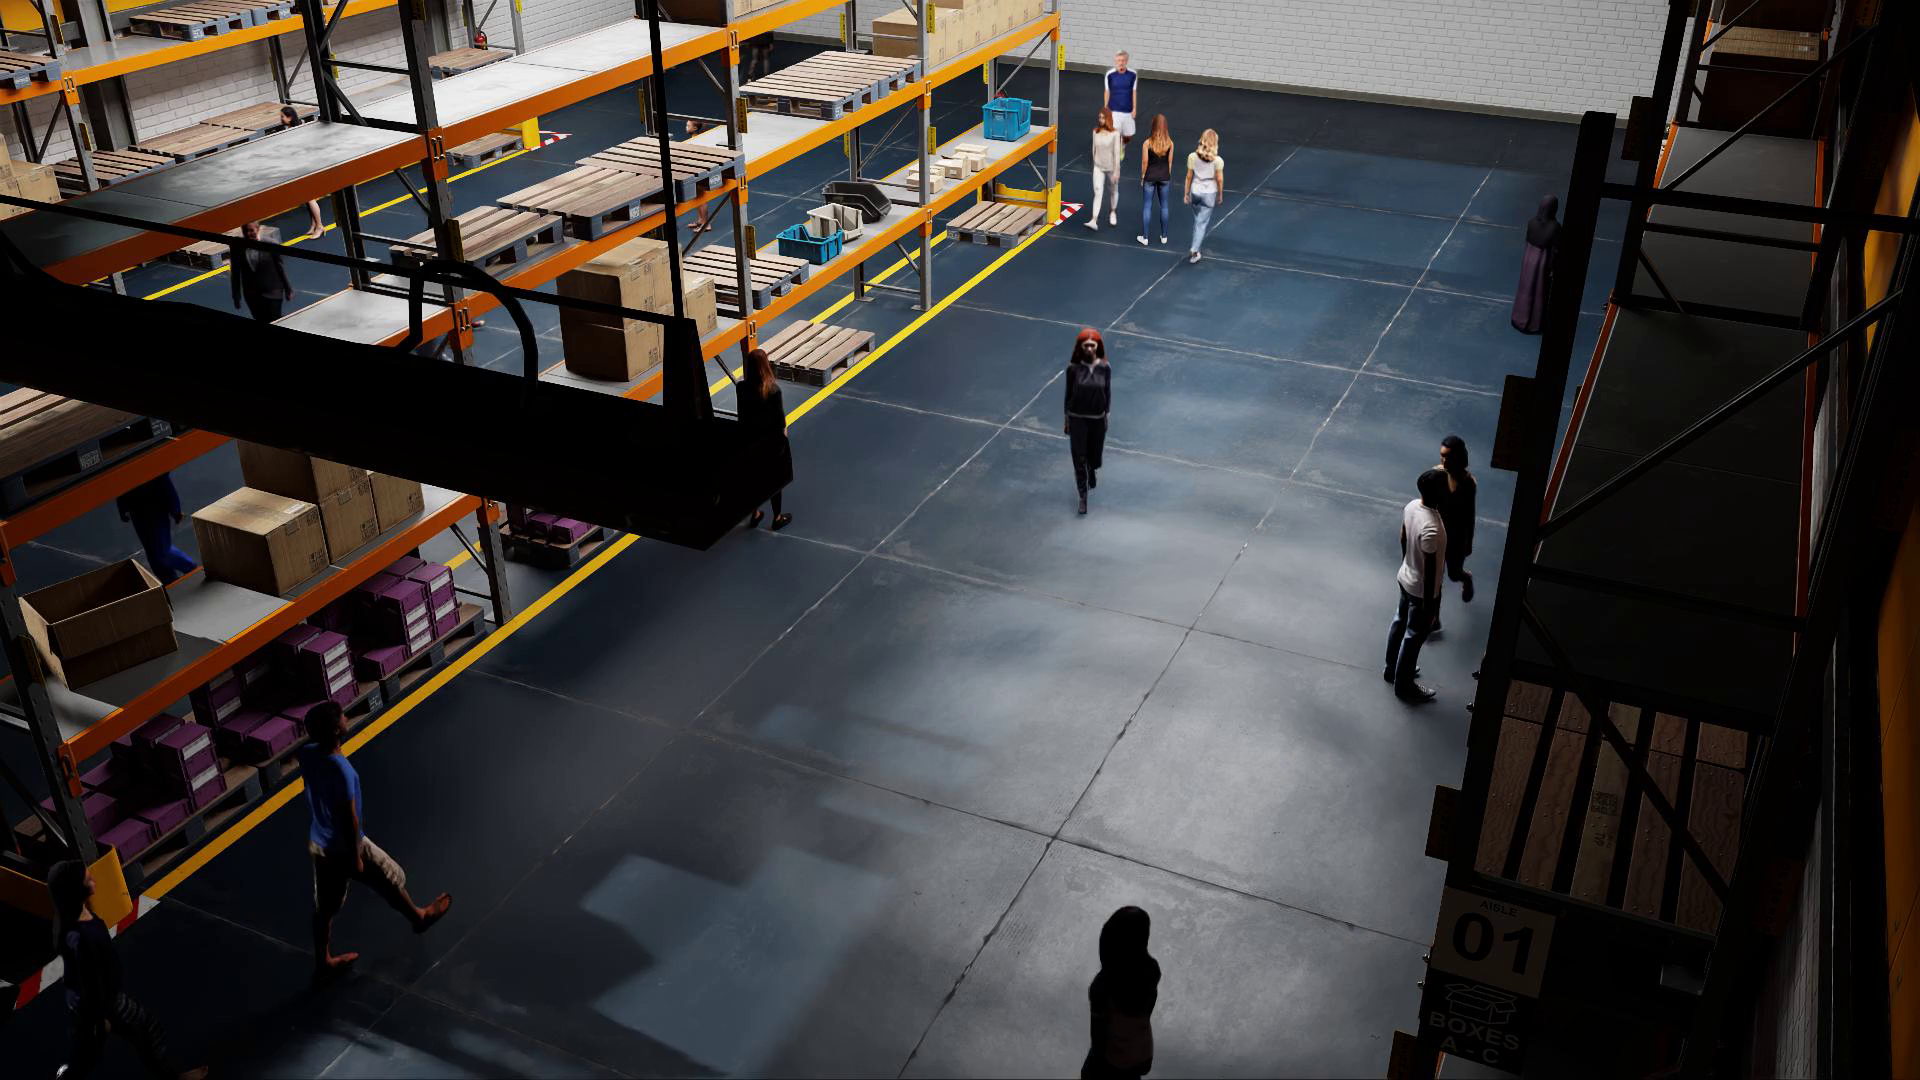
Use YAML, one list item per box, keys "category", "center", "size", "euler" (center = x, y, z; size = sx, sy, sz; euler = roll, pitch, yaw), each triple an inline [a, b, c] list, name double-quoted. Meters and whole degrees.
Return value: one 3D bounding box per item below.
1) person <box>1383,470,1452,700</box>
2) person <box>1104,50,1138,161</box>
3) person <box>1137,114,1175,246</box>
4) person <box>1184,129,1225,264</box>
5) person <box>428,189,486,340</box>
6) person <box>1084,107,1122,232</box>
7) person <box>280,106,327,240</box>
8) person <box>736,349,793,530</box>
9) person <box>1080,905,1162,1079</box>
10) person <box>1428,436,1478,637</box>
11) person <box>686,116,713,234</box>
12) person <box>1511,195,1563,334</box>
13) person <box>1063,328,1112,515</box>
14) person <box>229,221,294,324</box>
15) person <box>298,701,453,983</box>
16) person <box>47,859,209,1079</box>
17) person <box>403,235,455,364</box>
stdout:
- category: "person"
  center: [3.463, 0.309, 12.559]
  size: [0.814, 1.864, 0.683]
  euler: [-3, 29, -5]
- category: "person"
  center: [2.413, -6.473, 25.035]
  size: [0.890, 1.823, 1.067]
  euler: [0, 29, 0]
- category: "person"
  center: [2.605, -4.774, 22.025]
  size: [0.672, 1.723, 0.699]
  euler: [-5, 29, -8]
- category: "person"
  center: [3.097, -4.373, 21.308]
  size: [0.648, 1.706, 0.760]
  euler: [11, 30, 19]
- category: "person"
  center: [-5.925, -3.133, 19.009]
  size: [1.154, 1.731, 0.888]
  euler: [-24, 37, -37]
- category: "person"
  center: [2.029, -5.056, 22.606]
  size: [0.628, 1.663, 1.104]
  euler: [11, 31, 20]
- category: "person"
  center: [-8.802, -4.908, 22.223]
  size: [0.812, 1.769, 0.781]
  euler: [-16, 33, -27]
- category: "person"
  center: [-1.779, -0.904, 14.941]
  size: [0.630, 1.713, 0.569]
  euler: [8, 30, 14]
- category: "person"
  center: [0.820, 2.652, 8.469]
  size: [0.880, 1.668, 0.748]
  euler: [21, 35, 34]
- category: "person"
  center: [3.987, -0.064, 13.415]
  size: [0.831, 1.699, 1.067]
  euler: [22, 35, 34]
- category: "person"
  center: [-3.564, -4.977, 22.572]
  size: [0.703, 1.555, 0.648]
  euler: [-12, 31, -20]
- category: "person"
  center: [6.701, -3.219, 19.286]
  size: [0.732, 1.616, 0.700]
  euler: [-22, 35, -34]
- category: "person"
  center: [1.153, -1.118, 15.281]
  size: [0.764, 1.764, 0.886]
  euler: [0, 29, 0]
- category: "person"
  center: [-7.598, -2.696, 18.142]
  size: [1.198, 1.795, 1.358]
  euler: [-4, 29, -7]
- category: "person"
  center: [-3.726, 1.835, 9.805]
  size: [0.790, 1.823, 1.194]
  euler: [20, 34, 32]
- category: "person"
  center: [-4.667, 2.452, 8.808]
  size: [1.187, 1.696, 0.932]
  euler: [-23, 36, -36]
- category: "person"
  center: [-5.594, -2.370, 17.565]
  size: [0.651, 1.775, 0.757]
  euler: [17, 33, 28]
